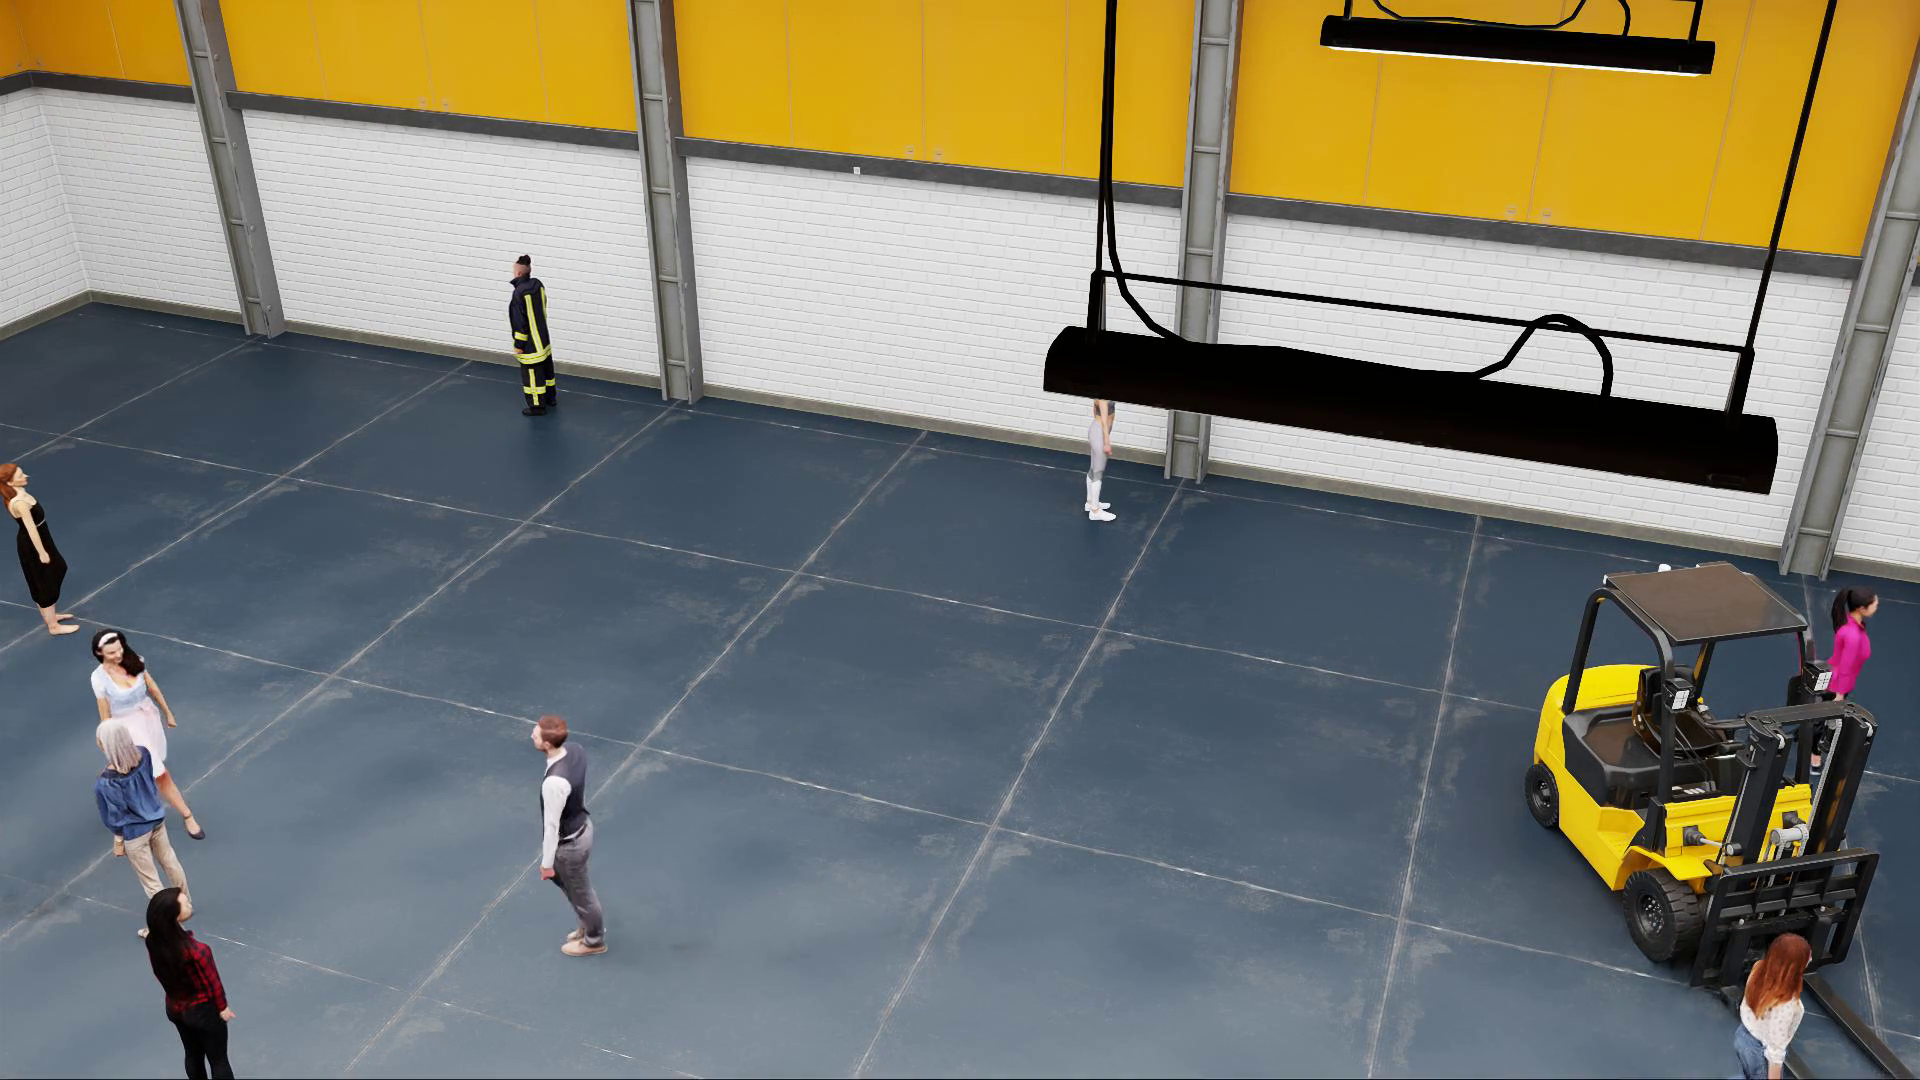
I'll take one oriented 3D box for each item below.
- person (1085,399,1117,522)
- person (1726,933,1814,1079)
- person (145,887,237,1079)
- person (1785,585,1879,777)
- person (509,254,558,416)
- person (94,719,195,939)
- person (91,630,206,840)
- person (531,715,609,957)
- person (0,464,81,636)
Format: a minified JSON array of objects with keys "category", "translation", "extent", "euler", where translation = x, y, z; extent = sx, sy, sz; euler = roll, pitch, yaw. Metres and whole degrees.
[{"category":"person","translation":[1.382,-1.020,16.497],"extent":[0.677,1.704,0.650],"euler":[-3,29,-5]},{"category":"person","translation":[4.407,2.871,9.349],"extent":[0.833,1.718,0.698],"euler":[2,29,4]},{"category":"person","translation":[-4.461,2.729,9.676],"extent":[0.445,1.654,0.642],"euler":[11,30,19]},{"category":"person","translation":[6.568,1.084,12.659],"extent":[0.840,1.685,0.565],"euler":[11,30,19]},{"category":"person","translation":[-4.831,-2.321,18.717],"extent":[0.680,1.861,0.758],"euler":[8,30,15]},{"category":"person","translation":[-5.475,1.918,11.117],"extent":[0.624,1.697,0.659],"euler":[4,29,7]},{"category":"person","translation":[-6.017,1.397,12.004],"extent":[1.221,1.764,0.749],"euler":[13,31,22]},{"category":"person","translation":[-2.451,1.944,10.831],"extent":[0.741,1.927,0.767],"euler":[-1,29,-1]},{"category":"person","translation":[-8.131,0.064,14.594],"extent":[0.736,1.624,0.660],"euler":[-17,33,-29]}]
